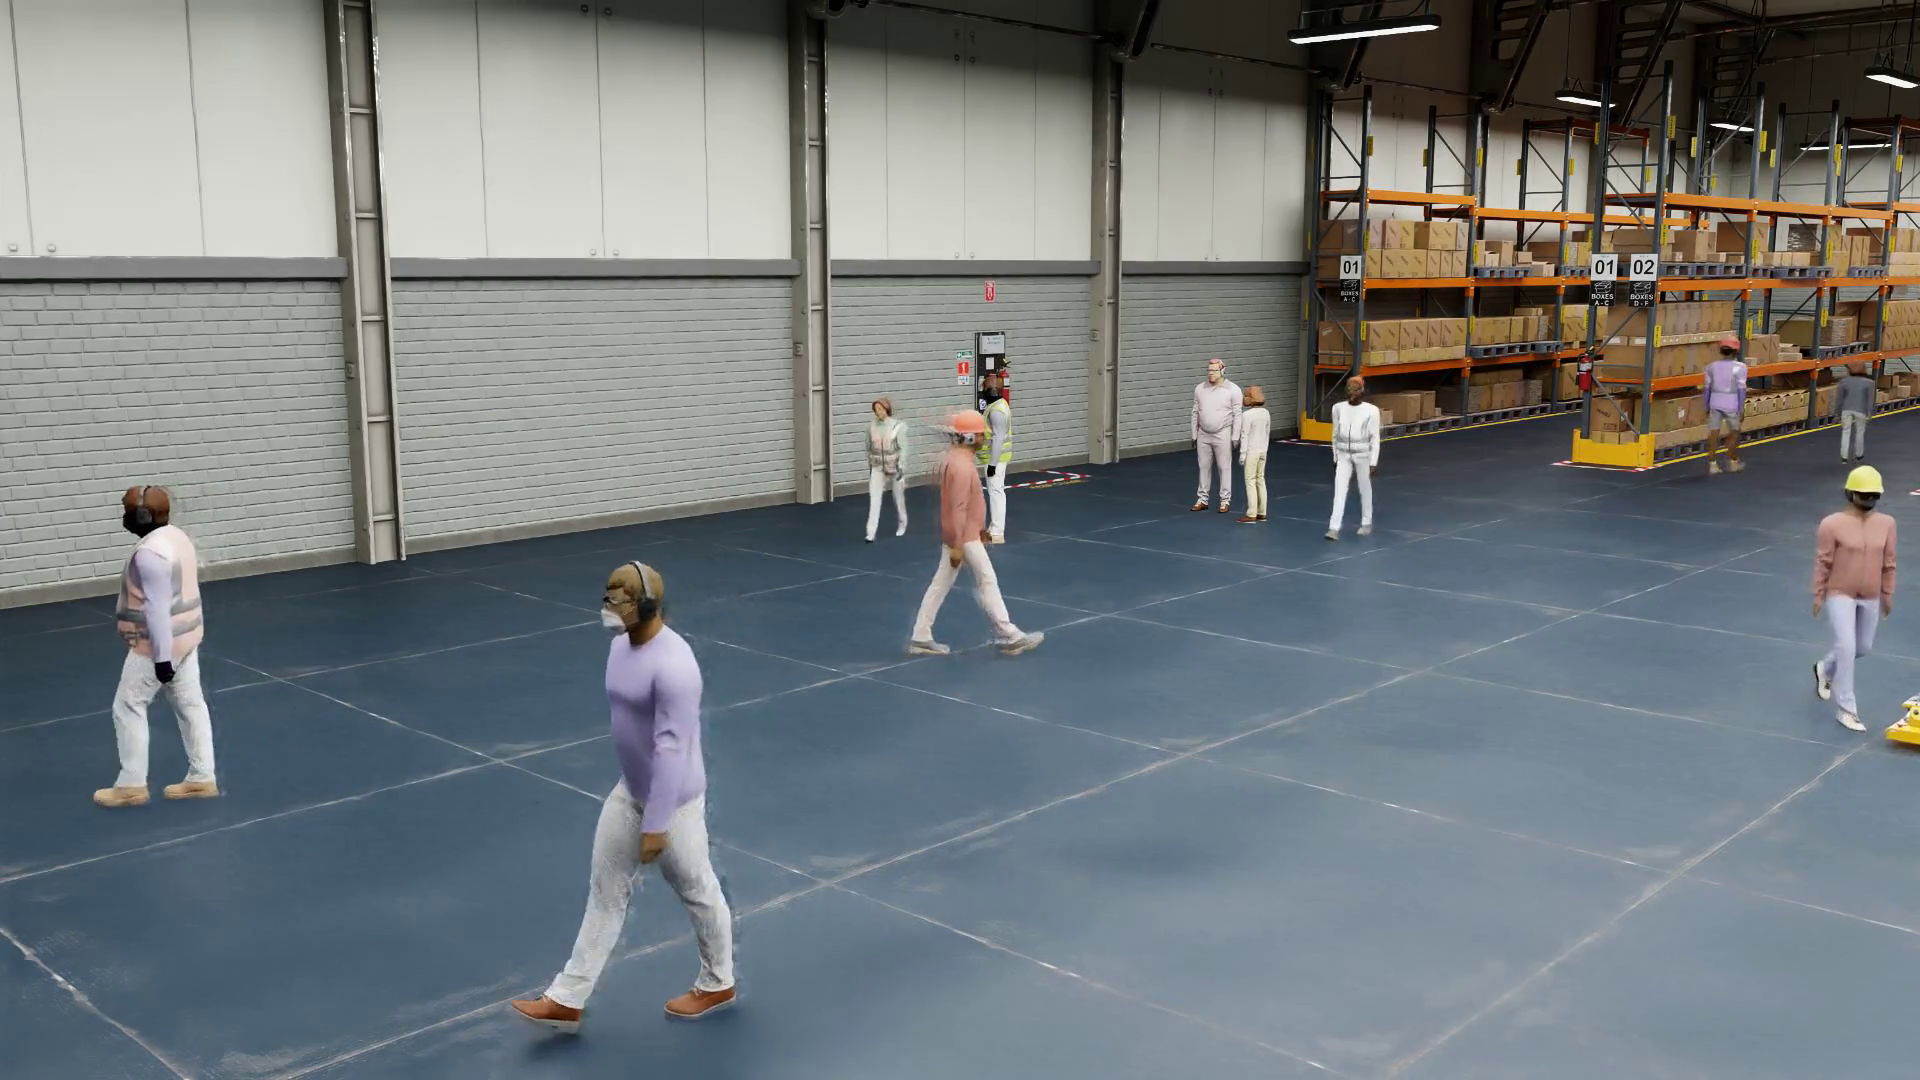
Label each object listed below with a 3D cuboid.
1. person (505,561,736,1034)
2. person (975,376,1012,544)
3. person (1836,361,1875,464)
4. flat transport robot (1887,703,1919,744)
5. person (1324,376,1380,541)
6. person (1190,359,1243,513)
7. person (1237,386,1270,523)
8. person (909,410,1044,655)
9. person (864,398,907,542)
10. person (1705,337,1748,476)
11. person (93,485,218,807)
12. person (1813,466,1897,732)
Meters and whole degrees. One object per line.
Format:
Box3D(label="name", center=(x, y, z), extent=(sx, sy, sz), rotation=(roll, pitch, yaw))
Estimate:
Box3D(label="person", center=(-1.304, 1.033, 6.491), extent=(0.976, 1.893, 0.661), rotation=(-7, 11, -35))
Box3D(label="person", center=(0.360, -0.881, 18.329), extent=(0.429, 1.846, 0.626), rotation=(0, 9, 1))
Box3D(label="person", center=(13.866, -1.979, 25.792), extent=(0.517, 1.580, 0.864), rotation=(6, 11, 34))
Box3D(label="flat transport robot", center=(6.628, 1.132, 10.836), extent=(0.652, 0.197, 1.431), rotation=(9, 13, 44))
Box3D(label="person", center=(4.414, -0.912, 18.589), extent=(0.598, 1.824, 1.001), rotation=(6, 11, 33))
Box3D(label="person", center=(3.150, -1.285, 20.594), extent=(0.654, 1.906, 0.407), rotation=(6, 11, 31))
Box3D(label="person", center=(3.504, -1.014, 19.797), extent=(0.509, 1.626, 0.281), rotation=(-9, 13, -44))
Box3D(label="person", center=(0.092, -0.045, 12.952), extent=(1.059, 1.936, 0.614), rotation=(-1, 9, -8))
Box3D(label="person", center=(-0.811, -0.790, 18.537), extent=(0.517, 1.591, 0.858), rotation=(3, 10, 16))
Box3D(label="person", center=(11.267, -1.959, 24.373), extent=(0.924, 2.009, 0.636), rotation=(-9, 13, -42))
Box3D(label="person", center=(-4.622, 0.596, 9.400), extent=(0.771, 1.812, 0.647), rotation=(-1, 9, -6))
Box3D(label="person", center=(5.950, 0.349, 11.151), extent=(0.528, 1.742, 0.757), rotation=(0, 9, -2))
